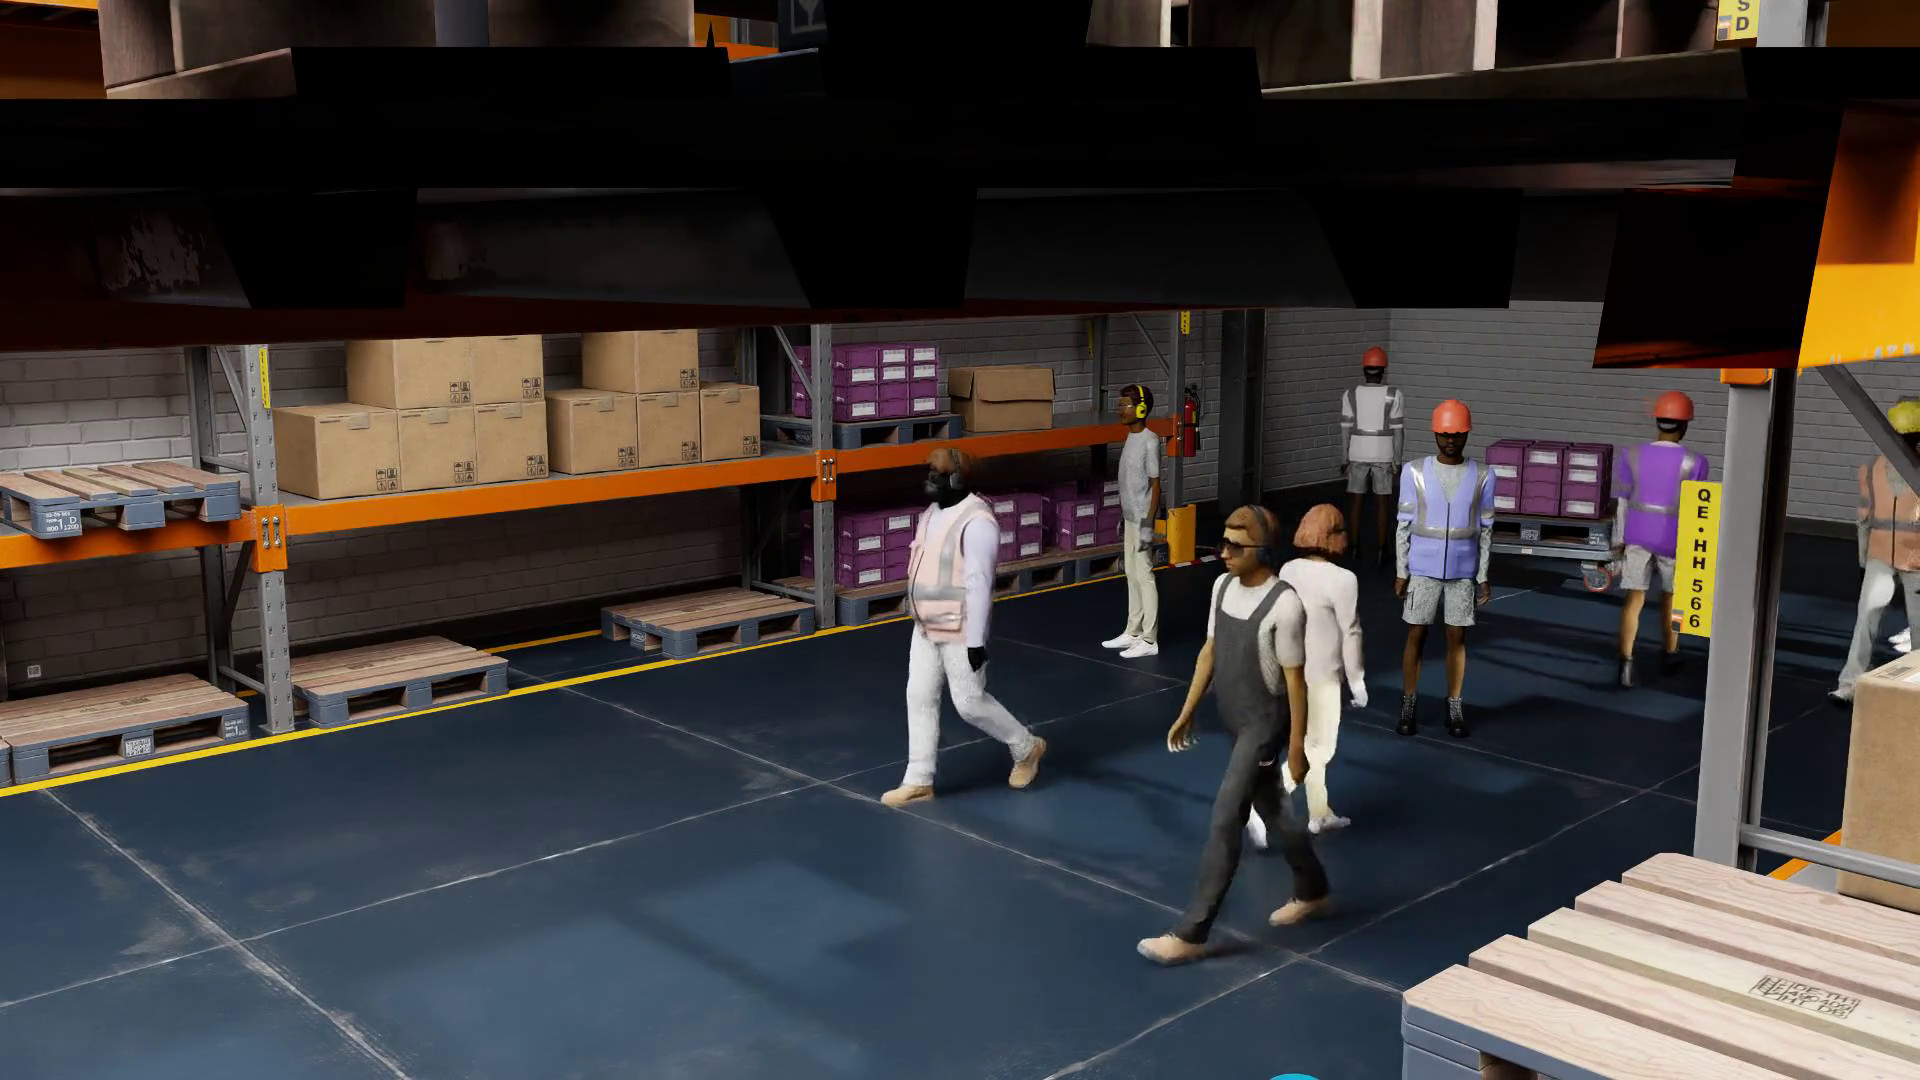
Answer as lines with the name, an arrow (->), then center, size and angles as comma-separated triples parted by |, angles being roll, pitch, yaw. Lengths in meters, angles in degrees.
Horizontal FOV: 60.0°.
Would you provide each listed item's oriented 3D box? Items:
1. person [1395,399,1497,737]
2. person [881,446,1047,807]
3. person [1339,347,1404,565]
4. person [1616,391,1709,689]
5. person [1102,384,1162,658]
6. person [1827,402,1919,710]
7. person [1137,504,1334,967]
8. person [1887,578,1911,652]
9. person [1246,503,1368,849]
person -> 2.754, 0.165, 9.470 | 0.542, 1.939, 0.362 | 2, 10, 10
person -> 0.021, 0.425, 8.315 | 0.817, 1.814, 0.631 | -5, 11, -28
person -> 3.660, -0.739, 14.812 | 0.567, 1.934, 0.400 | 4, 10, 21
person -> 4.442, -0.001, 10.611 | 0.565, 1.889, 0.988 | 7, 12, 36
person -> 1.204, -0.130, 11.398 | 0.329, 1.874, 0.518 | -3, 10, -15
person -> 5.650, 0.104, 10.028 | 1.028, 1.868, 0.590 | -8, 12, -39
person -> 1.148, 0.740, 6.559 | 0.984, 1.798, 0.530 | -4, 10, -21
person -> 6.702, -0.141, 11.479 | 0.392, 1.862, 0.541 | -1, 10, -3
person -> 1.584, 0.632, 7.692 | 0.686, 1.608, 0.505 | -5, 11, -25
